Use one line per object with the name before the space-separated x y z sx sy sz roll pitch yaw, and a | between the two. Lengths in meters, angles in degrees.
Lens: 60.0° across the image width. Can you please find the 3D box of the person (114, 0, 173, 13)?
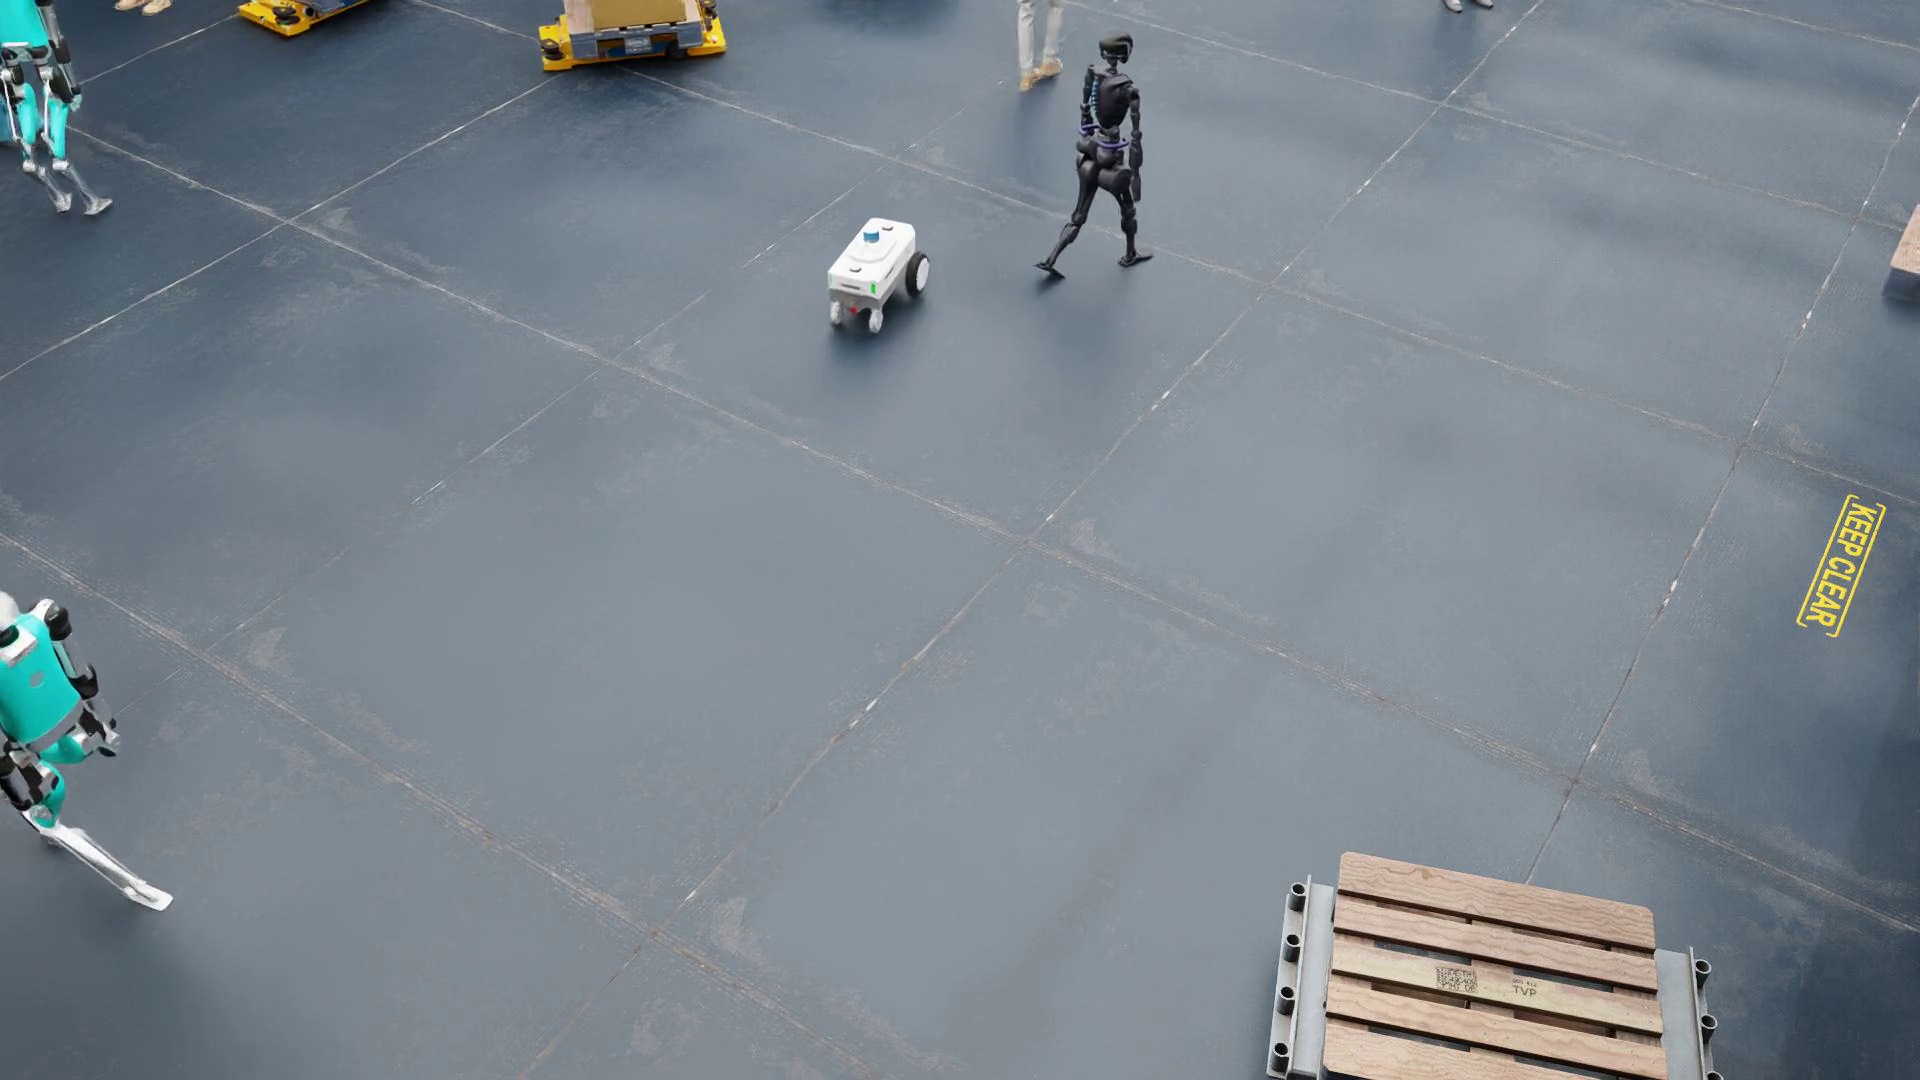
person | -6.833 -5.107 13.400 0.495 1.744 0.394 22 46 23

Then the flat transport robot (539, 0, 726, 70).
flat transport robot | -2.631 -4.049 13.311 1.431 0.231 0.659 -9 43 -10

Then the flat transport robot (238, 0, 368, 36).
flat transport robot | -5.260 -4.637 13.968 0.659 0.231 1.431 27 48 27

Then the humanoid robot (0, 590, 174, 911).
humanoid robot | -3.877 0.813 6.797 1.005 1.778 0.532 16 44 17

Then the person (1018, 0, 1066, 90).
person | 0.607 -4.329 12.436 0.488 1.852 0.640 16 44 17

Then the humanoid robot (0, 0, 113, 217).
humanoid robot | -6.077 -2.889 10.853 0.536 1.716 0.733 -3 42 -3

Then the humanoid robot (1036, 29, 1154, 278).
humanoid robot | 0.879 -2.394 10.461 0.820 1.643 0.593 -25 47 -25

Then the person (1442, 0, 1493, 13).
person | 4.279 -5.218 13.382 0.551 1.924 0.471 -12 43 -13

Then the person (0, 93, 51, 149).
person | -6.876 -3.565 11.617 0.604 1.803 0.642 8 42 8

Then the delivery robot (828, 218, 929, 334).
delivery robot | -0.539 -1.713 10.496 0.499 0.614 0.802 14 44 15
